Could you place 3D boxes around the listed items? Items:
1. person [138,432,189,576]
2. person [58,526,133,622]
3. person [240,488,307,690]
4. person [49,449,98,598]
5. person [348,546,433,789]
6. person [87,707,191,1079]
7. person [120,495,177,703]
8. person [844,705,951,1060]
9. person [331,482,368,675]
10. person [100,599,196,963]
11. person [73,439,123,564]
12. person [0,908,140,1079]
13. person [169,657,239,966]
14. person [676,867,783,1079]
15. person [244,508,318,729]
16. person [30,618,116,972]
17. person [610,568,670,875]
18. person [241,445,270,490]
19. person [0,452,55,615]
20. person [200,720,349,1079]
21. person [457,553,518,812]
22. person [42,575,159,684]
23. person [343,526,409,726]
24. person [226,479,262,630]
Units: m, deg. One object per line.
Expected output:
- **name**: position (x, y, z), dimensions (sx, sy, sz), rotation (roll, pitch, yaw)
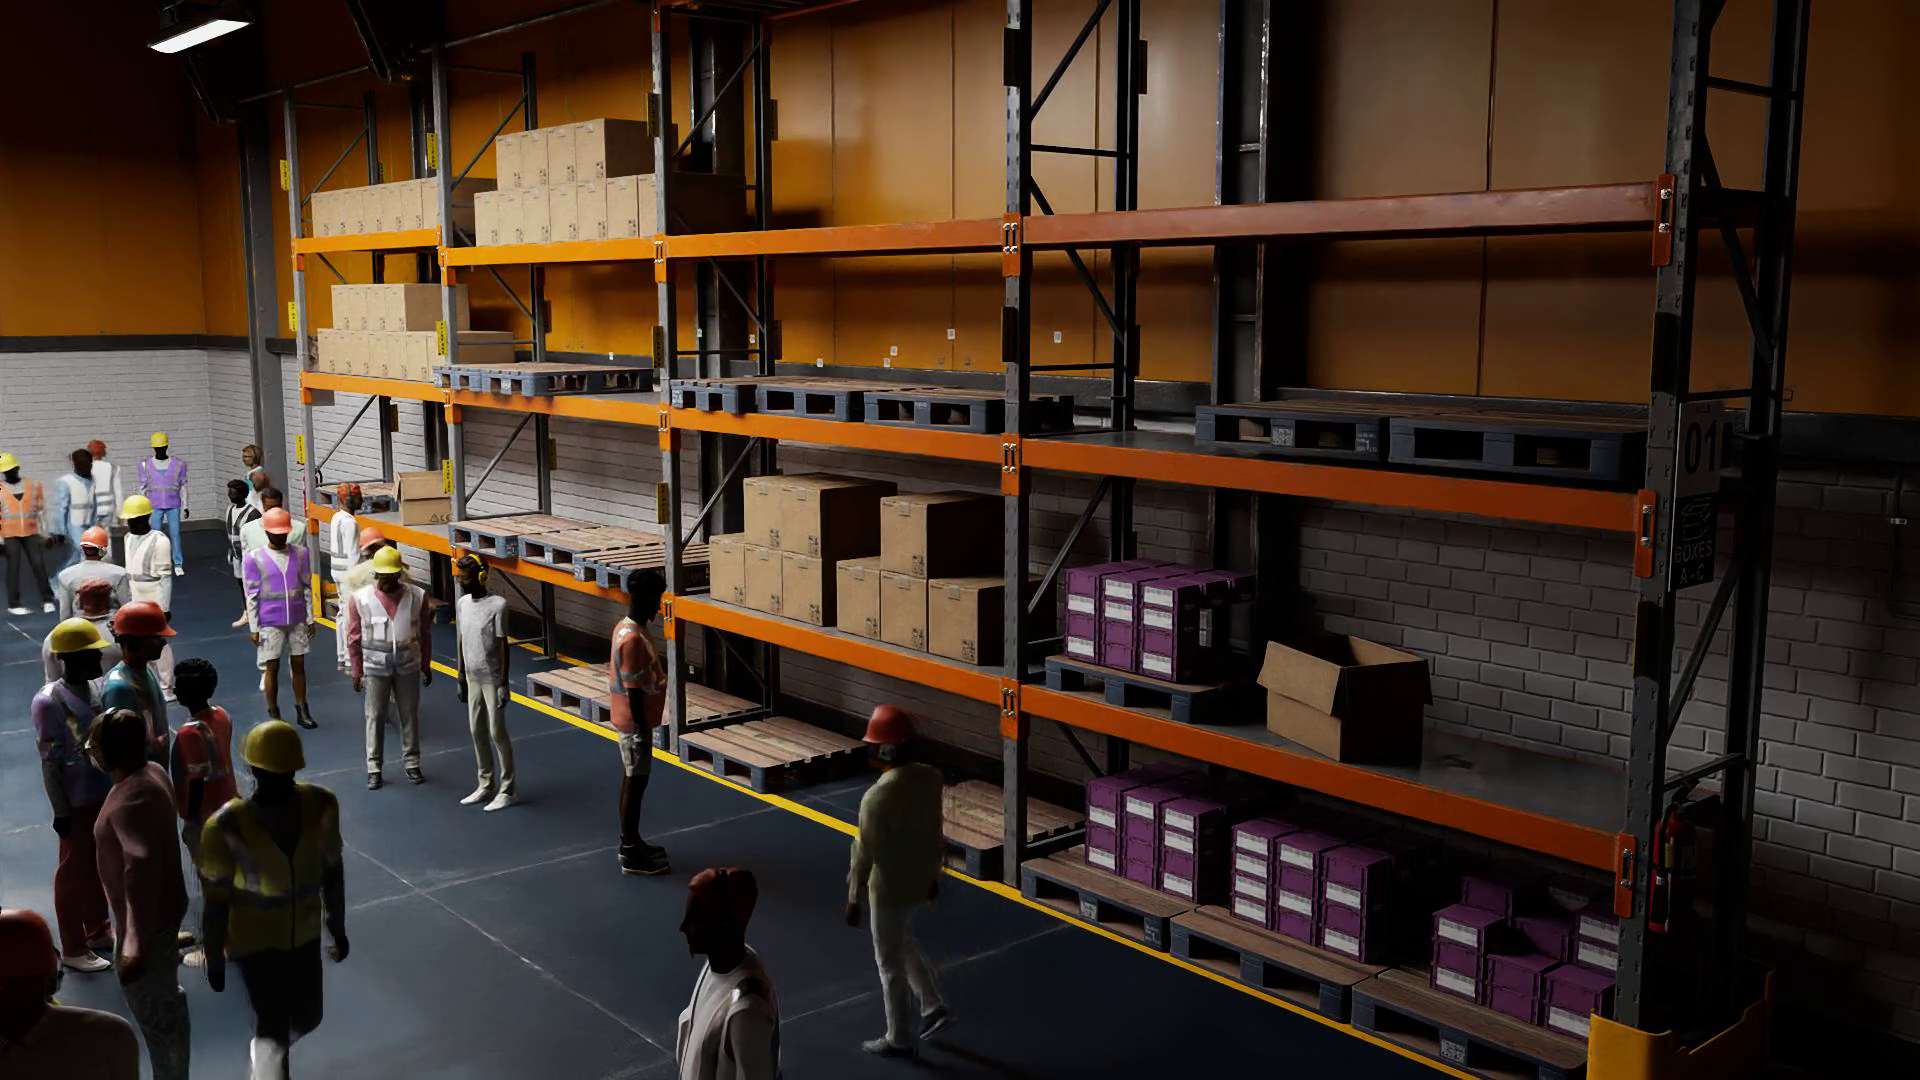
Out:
- **person**: position (-10.512, -0.467, 21.981), dimensions (0.592, 1.925, 0.385), rotation (-4, 9, -23)
- **person**: position (-7.280, 0.757, 14.076), dimensions (0.573, 1.749, 0.339), rotation (-2, 8, -12)
- **person**: position (-6.440, 0.451, 15.672), dimensions (0.591, 1.912, 0.386), rotation (-3, 9, -21)
- **person**: position (-10.727, -0.176, 20.151), dimensions (0.910, 1.879, 0.610), rotation (1, 8, 7)
- **person**: position (-4.267, 0.948, 12.490), dimensions (0.601, 1.827, 0.404), rotation (-4, 9, -25)
- **person**: position (-3.525, 1.661, 7.167), dimensions (0.373, 1.936, 0.627), rotation (-3, 9, -20)
- **person**: position (-7.341, 0.541, 15.022), dimensions (0.597, 1.914, 0.403), rotation (5, 10, 32)
- **person**: position (-0.322, 1.640, 7.984), dimensions (0.367, 1.733, 0.564), rotation (5, 9, 29)
- **person**: position (-5.974, 0.372, 16.299), dimensions (0.337, 1.882, 0.584), rotation (-5, 10, -32)
- **person**: position (-4.464, 1.330, 9.131), dimensions (0.406, 2.036, 0.606), rotation (-2, 8, -13)
- **person**: position (-11.133, -0.373, 21.546), dimensions (0.580, 1.865, 0.661), rotation (-8, 11, -44)
- **person**: position (-2.622, 1.990, 4.716), dimensions (0.621, 1.985, 0.408), rotation (-3, 9, -23)
- **person**: position (-4.170, 1.488, 9.191), dimensions (0.316, 1.695, 0.541), rotation (-1, 8, -7)
- **person**: position (-0.742, 1.954, 5.314), dimensions (0.355, 1.883, 0.575), rotation (-3, 9, -19)
- **person**: position (-5.730, 0.675, 14.070), dimensions (0.550, 1.925, 0.393), rotation (-7, 11, -42)
- **person**: position (-4.807, 1.379, 9.139), dimensions (0.354, 1.930, 0.587), rotation (0, 8, 3)
- **person**: position (-2.040, 1.147, 10.656), dimensions (0.394, 1.957, 0.612), rotation (-2, 8, -13)
- **person**: position (-8.915, -0.298, 21.142), dimensions (0.341, 1.839, 0.501), rotation (-6, 10, -36)
- **person**: position (-10.929, -0.079, 19.383), dimensions (0.641, 1.916, 0.397), rotation (-7, 11, -42)
- **person**: position (-2.992, 1.671, 7.189), dimensions (0.692, 1.907, 0.605), rotation (7, 11, 39)
- **person**: position (-3.425, 1.015, 11.955), dimensions (0.526, 1.856, 0.333), rotation (5, 10, 31)
- **person**: position (-5.482, 1.171, 10.680), dimensions (0.652, 1.904, 0.403), rotation (-3, 9, -22)
- **person**: position (-4.950, 0.755, 14.176), dimensions (0.585, 1.724, 0.556), rotation (-8, 11, -43)
- **person**: position (-7.926, 0.160, 18.459), dimensions (0.537, 1.688, 0.323), rotation (5, 10, 32)
